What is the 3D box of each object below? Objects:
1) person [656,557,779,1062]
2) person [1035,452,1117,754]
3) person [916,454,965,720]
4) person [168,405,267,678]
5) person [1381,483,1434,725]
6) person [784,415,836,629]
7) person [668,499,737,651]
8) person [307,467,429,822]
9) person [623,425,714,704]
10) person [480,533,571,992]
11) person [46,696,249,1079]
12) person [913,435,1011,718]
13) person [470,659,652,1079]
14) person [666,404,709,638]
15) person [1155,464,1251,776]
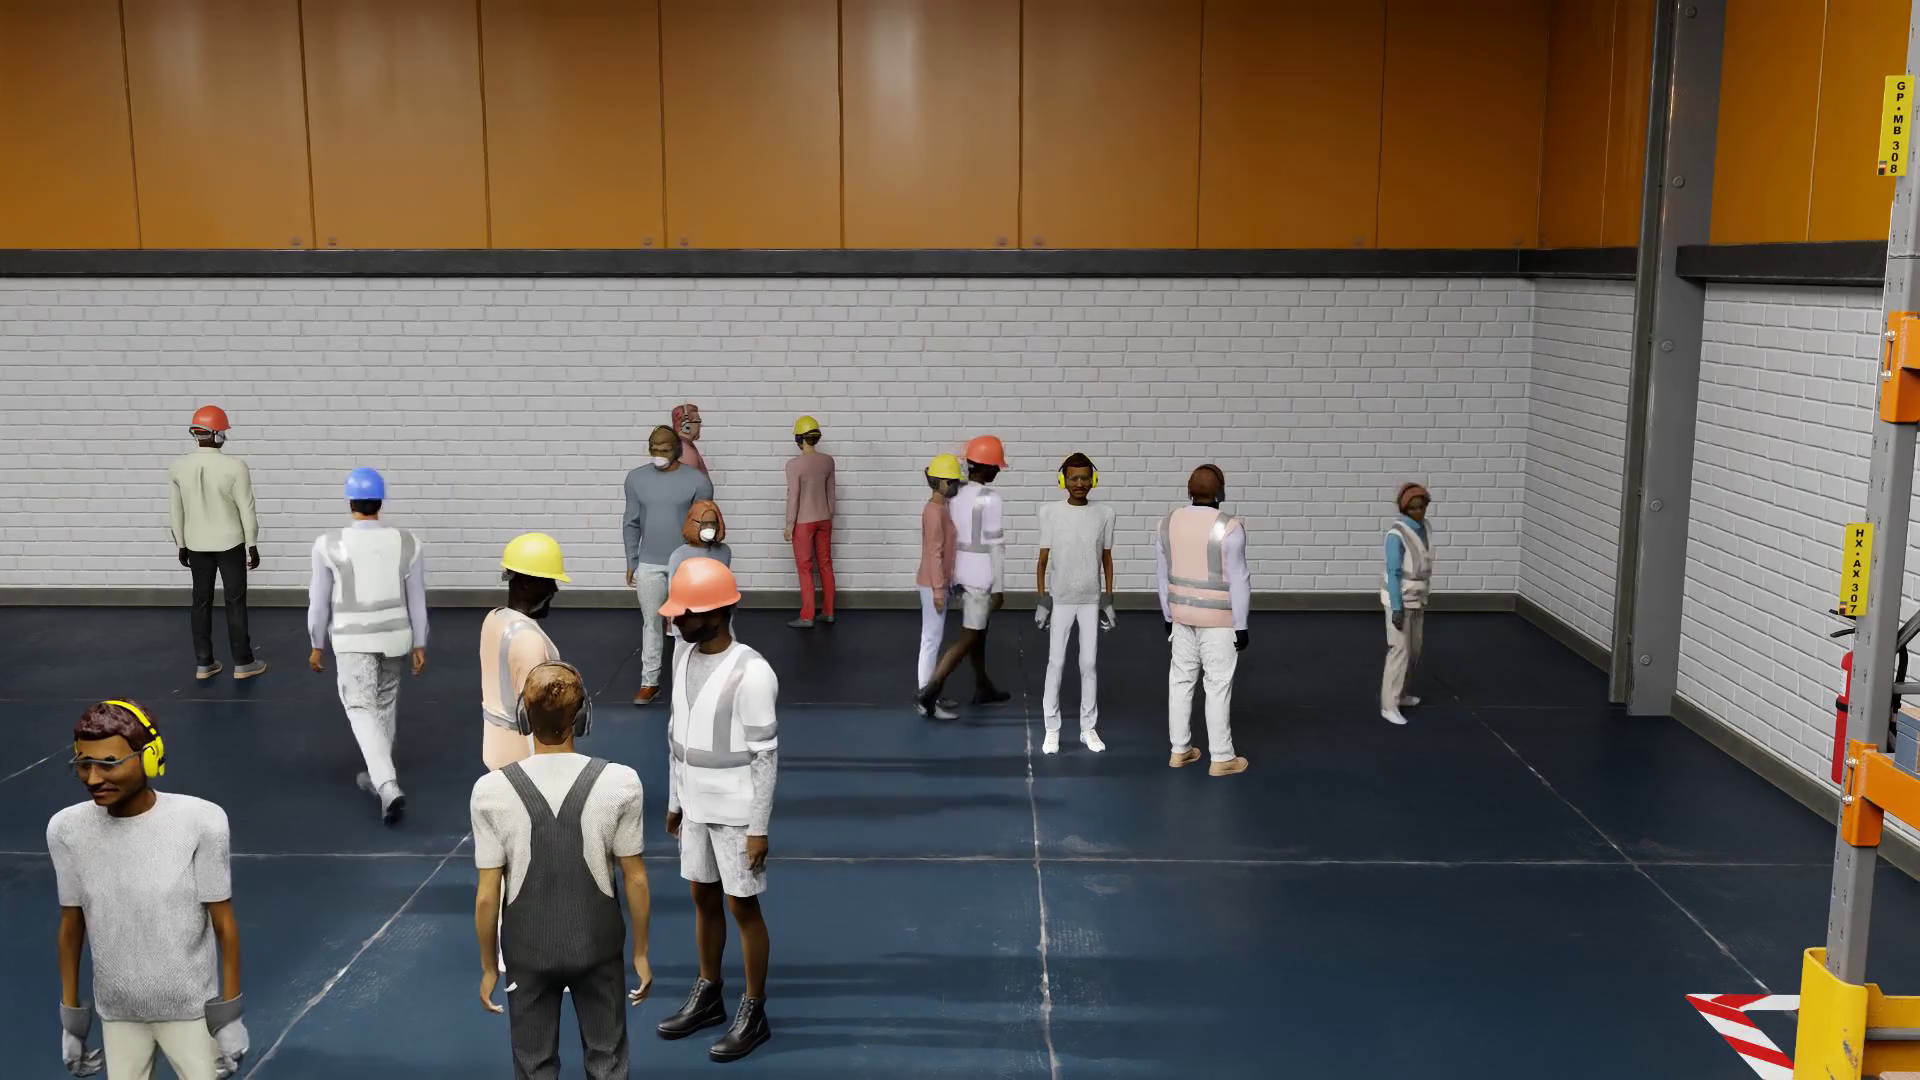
[{"bbox_3d":[-0.933,1.014,6.327,0.543,1.932,0.376,9,13,42],"label":"person"},{"bbox_3d":[0.715,0.390,10.262,0.512,1.868,0.328,-1,10,-8],"label":"person"},{"bbox_3d":[-0.125,0.303,11.087,0.328,1.765,0.528,0,9,3],"label":"person"},{"bbox_3d":[-5.394,0.021,12.085,0.622,1.993,0.381,0,9,3],"label":"person"},{"bbox_3d":[2.926,0.406,10.925,0.396,1.609,0.641,7,12,37],"label":"person"},{"bbox_3d":[-1.254,-0.148,13.781,0.323,1.767,0.533,9,13,42],"label":"person"},{"bbox_3d":[-1.521,0.566,9.903,0.286,1.631,0.502,6,11,34],"label":"person"},{"bbox_3d":[-3.204,0.559,9.133,0.601,1.913,0.946,-8,12,-39],"label":"person"},{"bbox_3d":[-1.990,0.172,11.370,0.627,1.933,0.372,1,10,4],"label":"person"},{"bbox_3d":[-1.780,0.922,6.921,0.381,1.917,0.586,-6,11,-31],"label":"person"},{"bbox_3d":[-2.265,1.330,4.689,0.521,1.855,0.380,-1,9,-3],"label":"person"},{"bbox_3d":[0.025,0.250,11.059,0.904,1.906,0.555,-8,12,-39],"label":"person"},{"bbox_3d":[-1.198,1.271,5.045,0.514,1.844,0.327,-2,10,-13],"label":"person"},{"bbox_3d":[-2.170,-0.129,13.248,0.399,1.909,0.642,-5,11,-27],"label":"person"},{"bbox_3d":[1.460,0.468,9.861,0.621,1.847,0.429,9,13,42],"label":"person"}]
